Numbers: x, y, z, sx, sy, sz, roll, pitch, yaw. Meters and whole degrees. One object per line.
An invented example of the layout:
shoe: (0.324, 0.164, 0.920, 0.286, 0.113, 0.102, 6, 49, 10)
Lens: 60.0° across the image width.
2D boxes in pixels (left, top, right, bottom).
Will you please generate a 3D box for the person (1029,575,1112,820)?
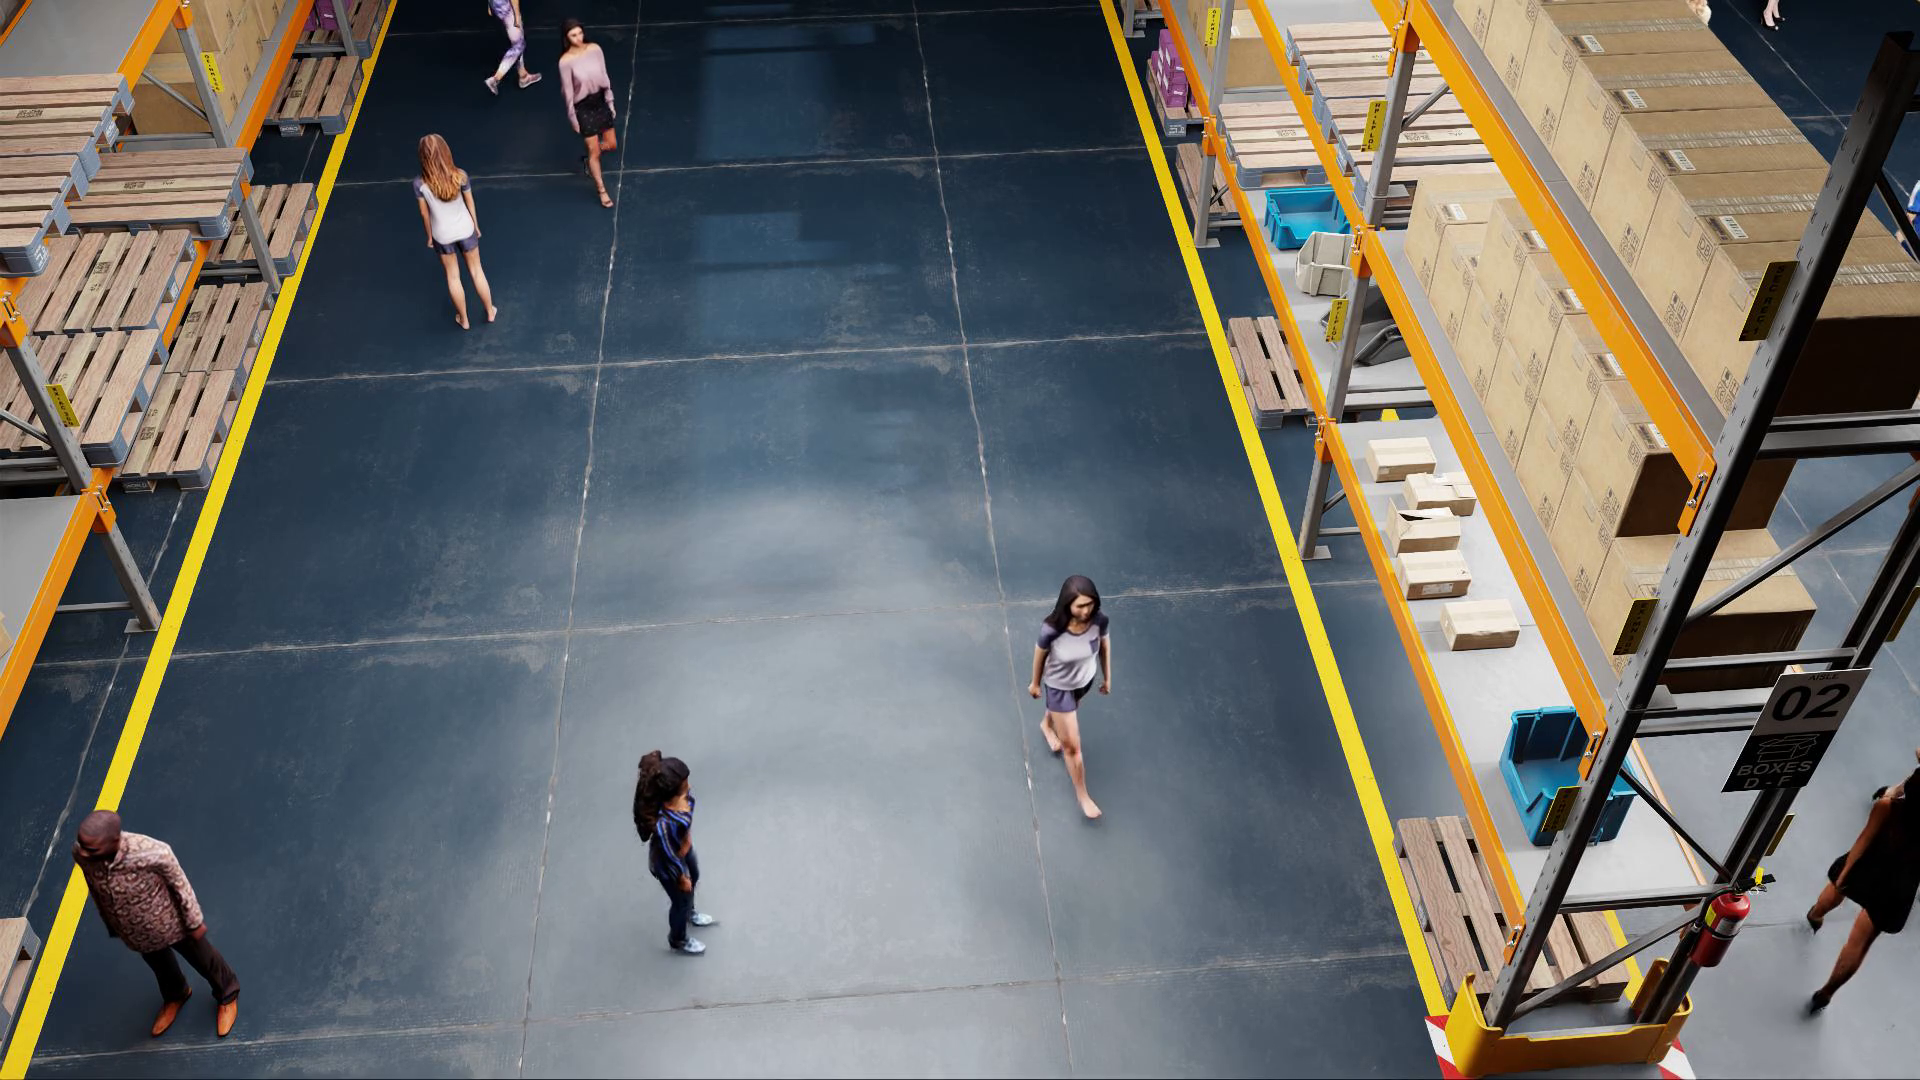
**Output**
person: (0.637, 0.797, 10.053, 0.881, 1.661, 1.187, -19, 47, -18)

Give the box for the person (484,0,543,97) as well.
person: (-4.489, -5.136, 16.218, 0.998, 1.747, 1.058, 28, 50, 26)

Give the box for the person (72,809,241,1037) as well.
person: (-4.225, 1.963, 8.723, 0.720, 1.808, 0.647, 3, 44, 3)

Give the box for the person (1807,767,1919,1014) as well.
person: (4.842, 1.893, 8.800, 0.878, 1.803, 1.043, 20, 47, 20)

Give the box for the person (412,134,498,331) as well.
person: (-4.093, -2.478, 13.440, 0.653, 1.732, 0.638, -16, 46, -16)

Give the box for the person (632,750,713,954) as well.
person: (-1.576, 1.729, 9.106, 0.696, 1.618, 0.523, 1, 44, 1)

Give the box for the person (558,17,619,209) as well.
person: (-3.335, -3.821, 14.799, 0.841, 1.803, 0.905, -33, 53, -30)
